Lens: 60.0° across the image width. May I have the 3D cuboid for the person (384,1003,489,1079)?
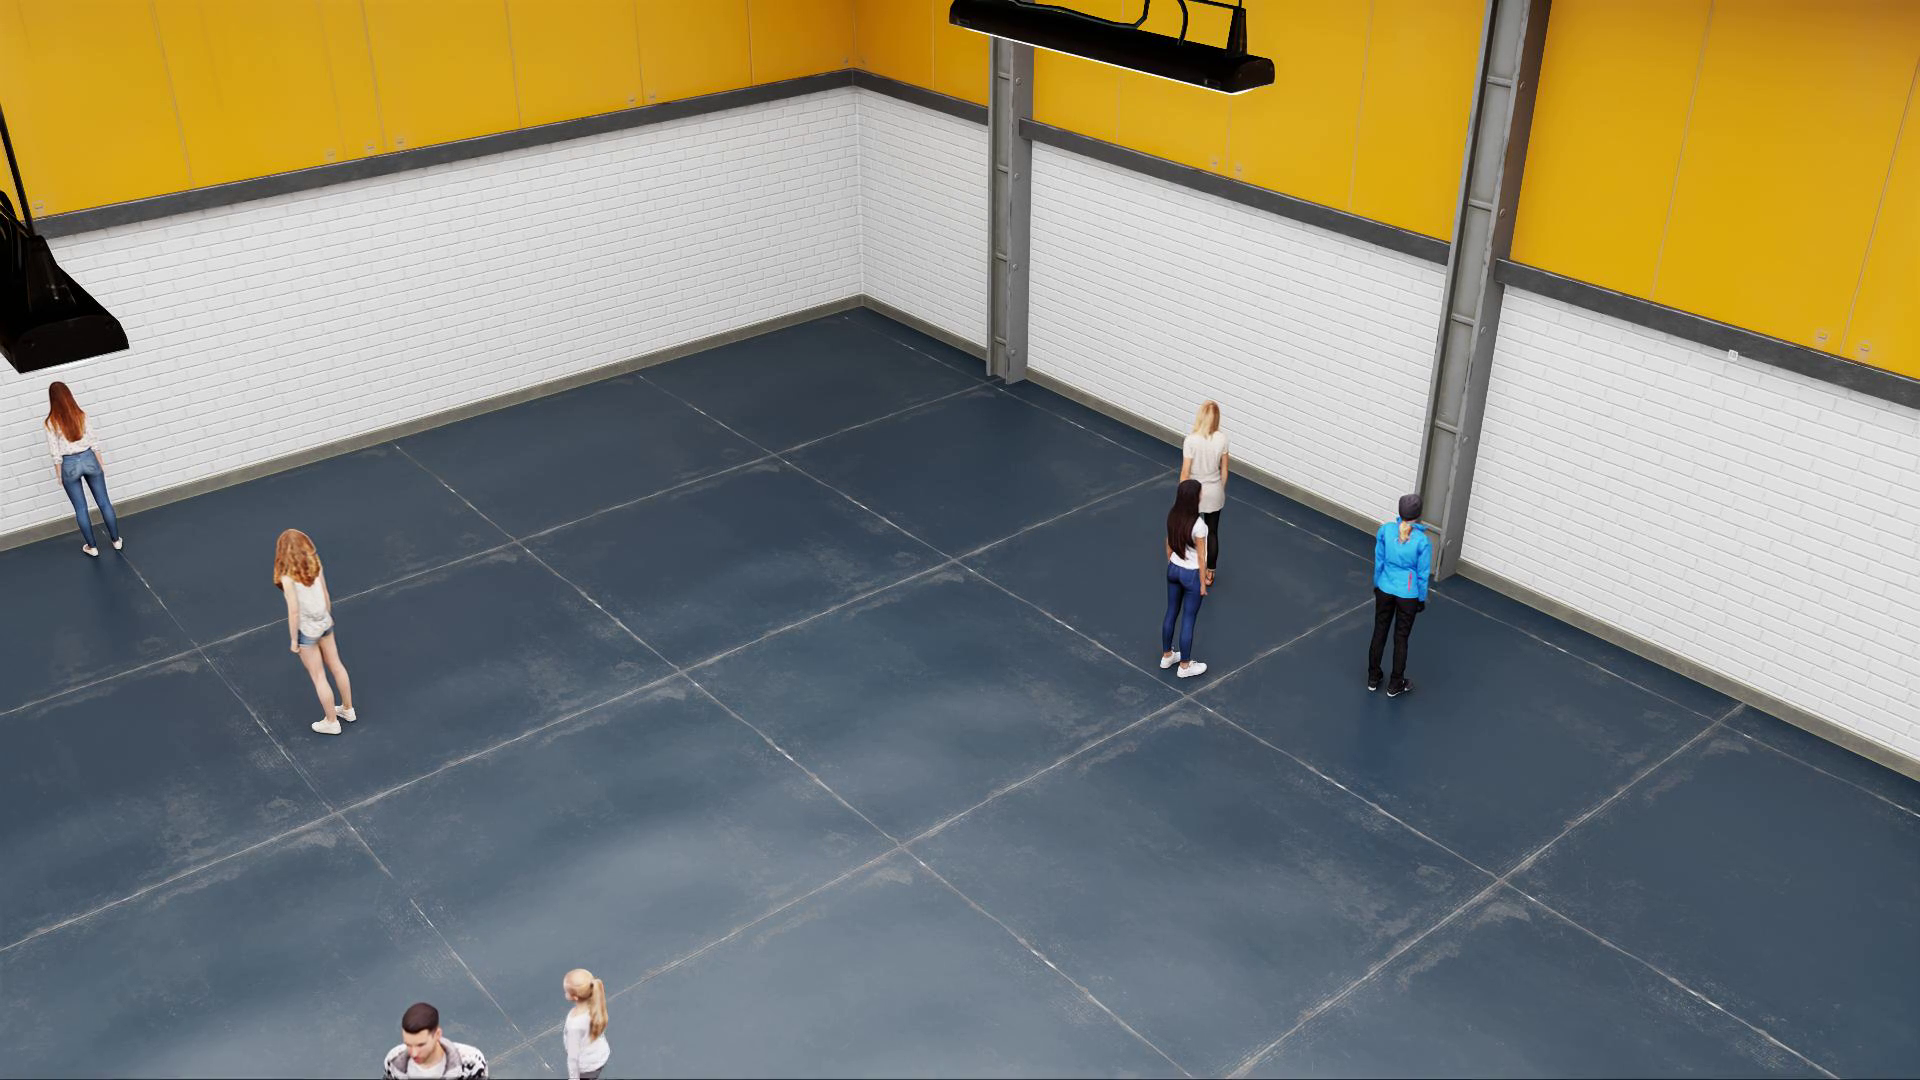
[{"bbox_3d":[-2.628,3.066,8.499,0.764,1.862,0.802,0,29,1],"label":"person"}]

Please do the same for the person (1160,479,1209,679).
[{"bbox_3d":[1.845,0.303,13.654,0.663,1.775,0.466,-19,34,-30],"label":"person"}]

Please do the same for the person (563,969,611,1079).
[{"bbox_3d":[-2.030,2.939,9.356,0.863,1.264,0.746,8,30,14],"label":"person"}]

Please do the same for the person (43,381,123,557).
[{"bbox_3d":[-8.200,-0.673,15.493,0.578,1.728,0.484,-21,35,-33],"label":"person"}]

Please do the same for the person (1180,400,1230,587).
[{"bbox_3d":[2.178,-0.402,14.893,0.683,1.827,0.685,-5,29,-10],"label":"person"}]

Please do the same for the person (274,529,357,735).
[{"bbox_3d":[-5.012,0.711,12.924,0.646,1.758,0.654,12,31,21],"label":"person"}]

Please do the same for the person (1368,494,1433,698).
[{"bbox_3d":[3.525,0.437,13.388,0.515,1.795,0.712,22,35,34],"label":"person"}]
